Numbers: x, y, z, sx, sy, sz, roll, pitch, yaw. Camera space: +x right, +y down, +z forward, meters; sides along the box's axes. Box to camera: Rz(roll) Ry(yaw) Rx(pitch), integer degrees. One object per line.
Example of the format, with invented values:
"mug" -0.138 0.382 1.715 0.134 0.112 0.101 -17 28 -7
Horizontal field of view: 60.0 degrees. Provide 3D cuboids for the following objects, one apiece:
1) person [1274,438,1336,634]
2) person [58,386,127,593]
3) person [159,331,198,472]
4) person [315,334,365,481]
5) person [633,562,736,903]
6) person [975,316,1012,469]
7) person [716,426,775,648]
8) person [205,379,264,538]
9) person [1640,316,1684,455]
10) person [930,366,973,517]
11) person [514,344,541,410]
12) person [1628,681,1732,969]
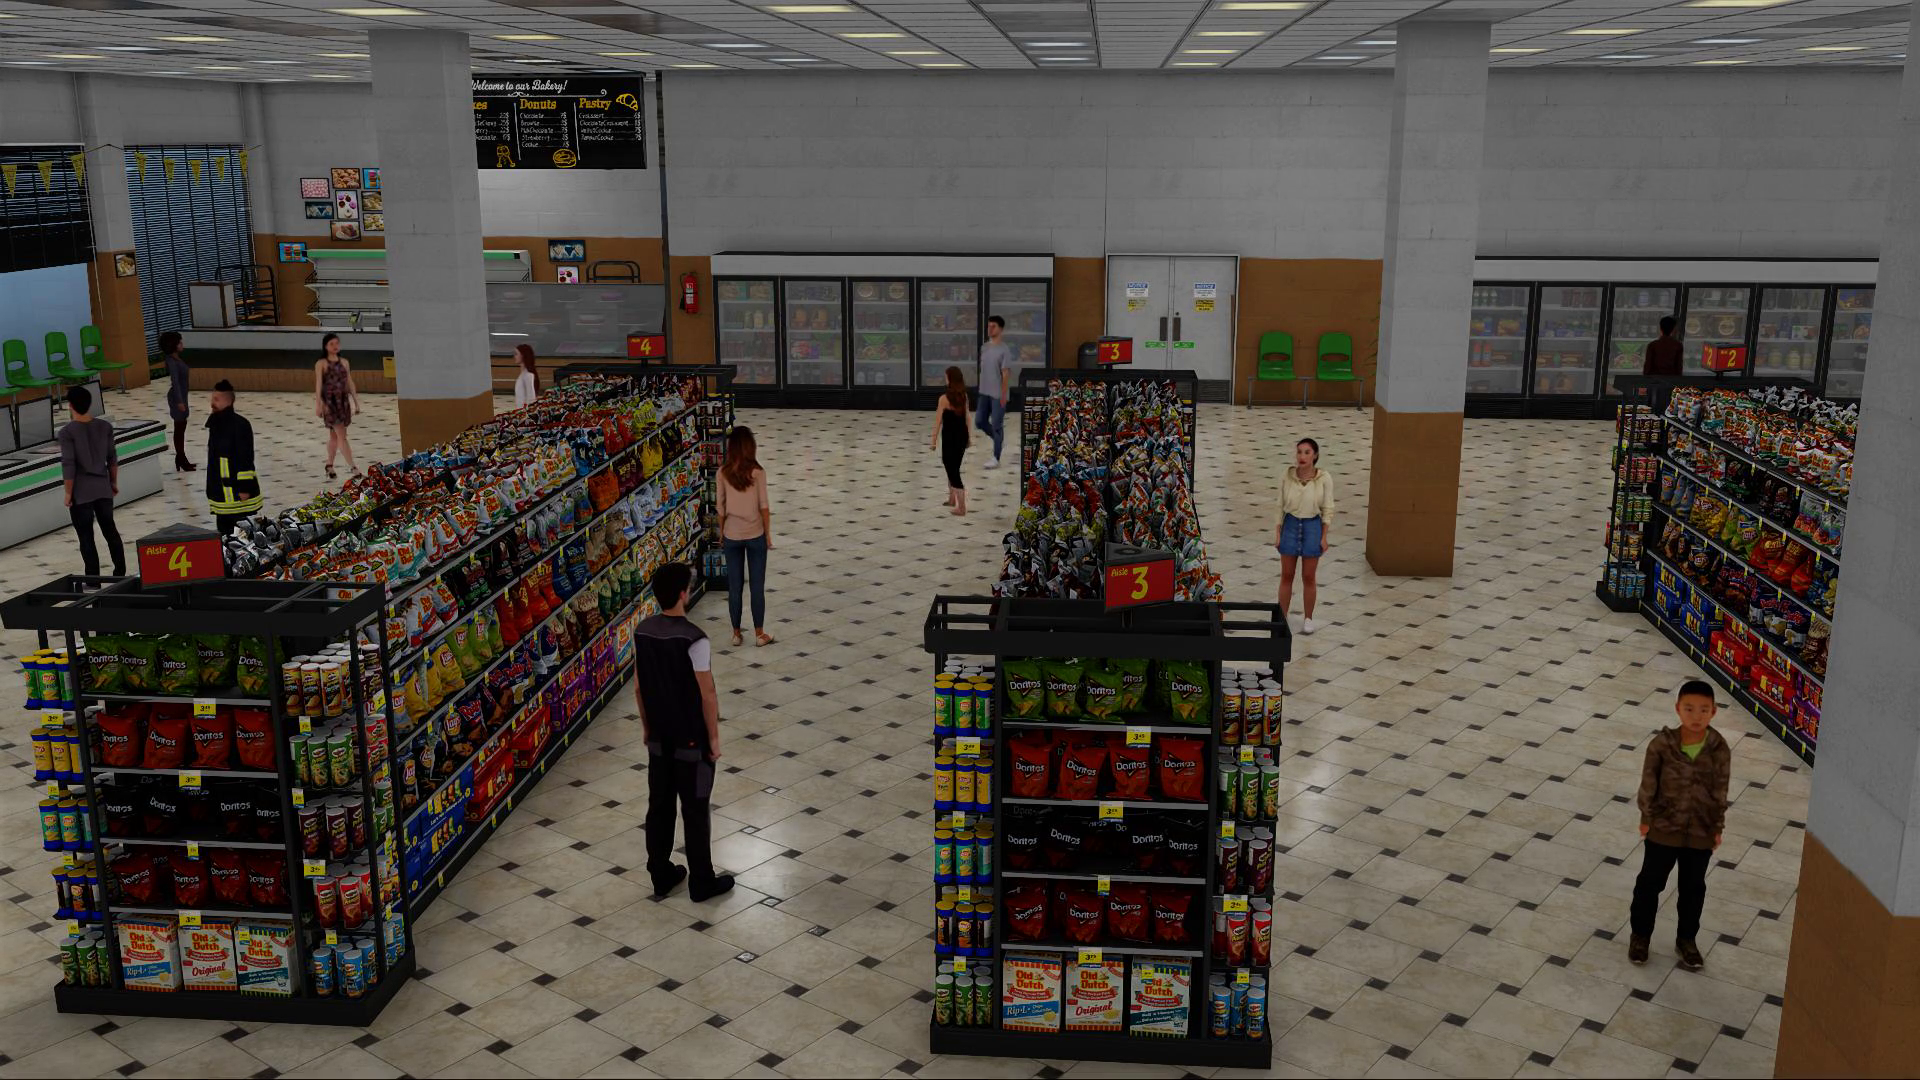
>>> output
"person" 2.835 -0.045 13.770 0.690 1.631 0.641 5 15 20
"person" -7.859 -0.468 15.042 0.803 1.853 0.638 7 15 28
"person" -9.623 -1.711 20.470 0.722 1.711 0.594 -5 14 -19
"person" -7.467 -1.558 19.772 1.032 1.741 1.077 11 17 37
"person" -1.511 1.025 8.897 0.724 1.848 0.709 7 15 27
"person" 0.484 -1.830 20.615 0.893 1.874 0.962 12 18 41
"person" -1.733 -0.027 13.360 0.593 1.789 0.527 2 14 8
"person" -6.731 -0.561 15.406 0.871 1.862 0.878 9 16 34
"person" 9.079 -1.999 21.513 0.650 1.779 0.496 1 14 6
"person" -0.006 -1.051 17.963 0.807 1.609 0.864 -12 18 -41
"person" -4.881 -1.346 18.862 0.713 1.759 0.560 -4 14 -15
"person" 3.567 1.390 8.226 0.593 1.455 0.585 3 14 12
